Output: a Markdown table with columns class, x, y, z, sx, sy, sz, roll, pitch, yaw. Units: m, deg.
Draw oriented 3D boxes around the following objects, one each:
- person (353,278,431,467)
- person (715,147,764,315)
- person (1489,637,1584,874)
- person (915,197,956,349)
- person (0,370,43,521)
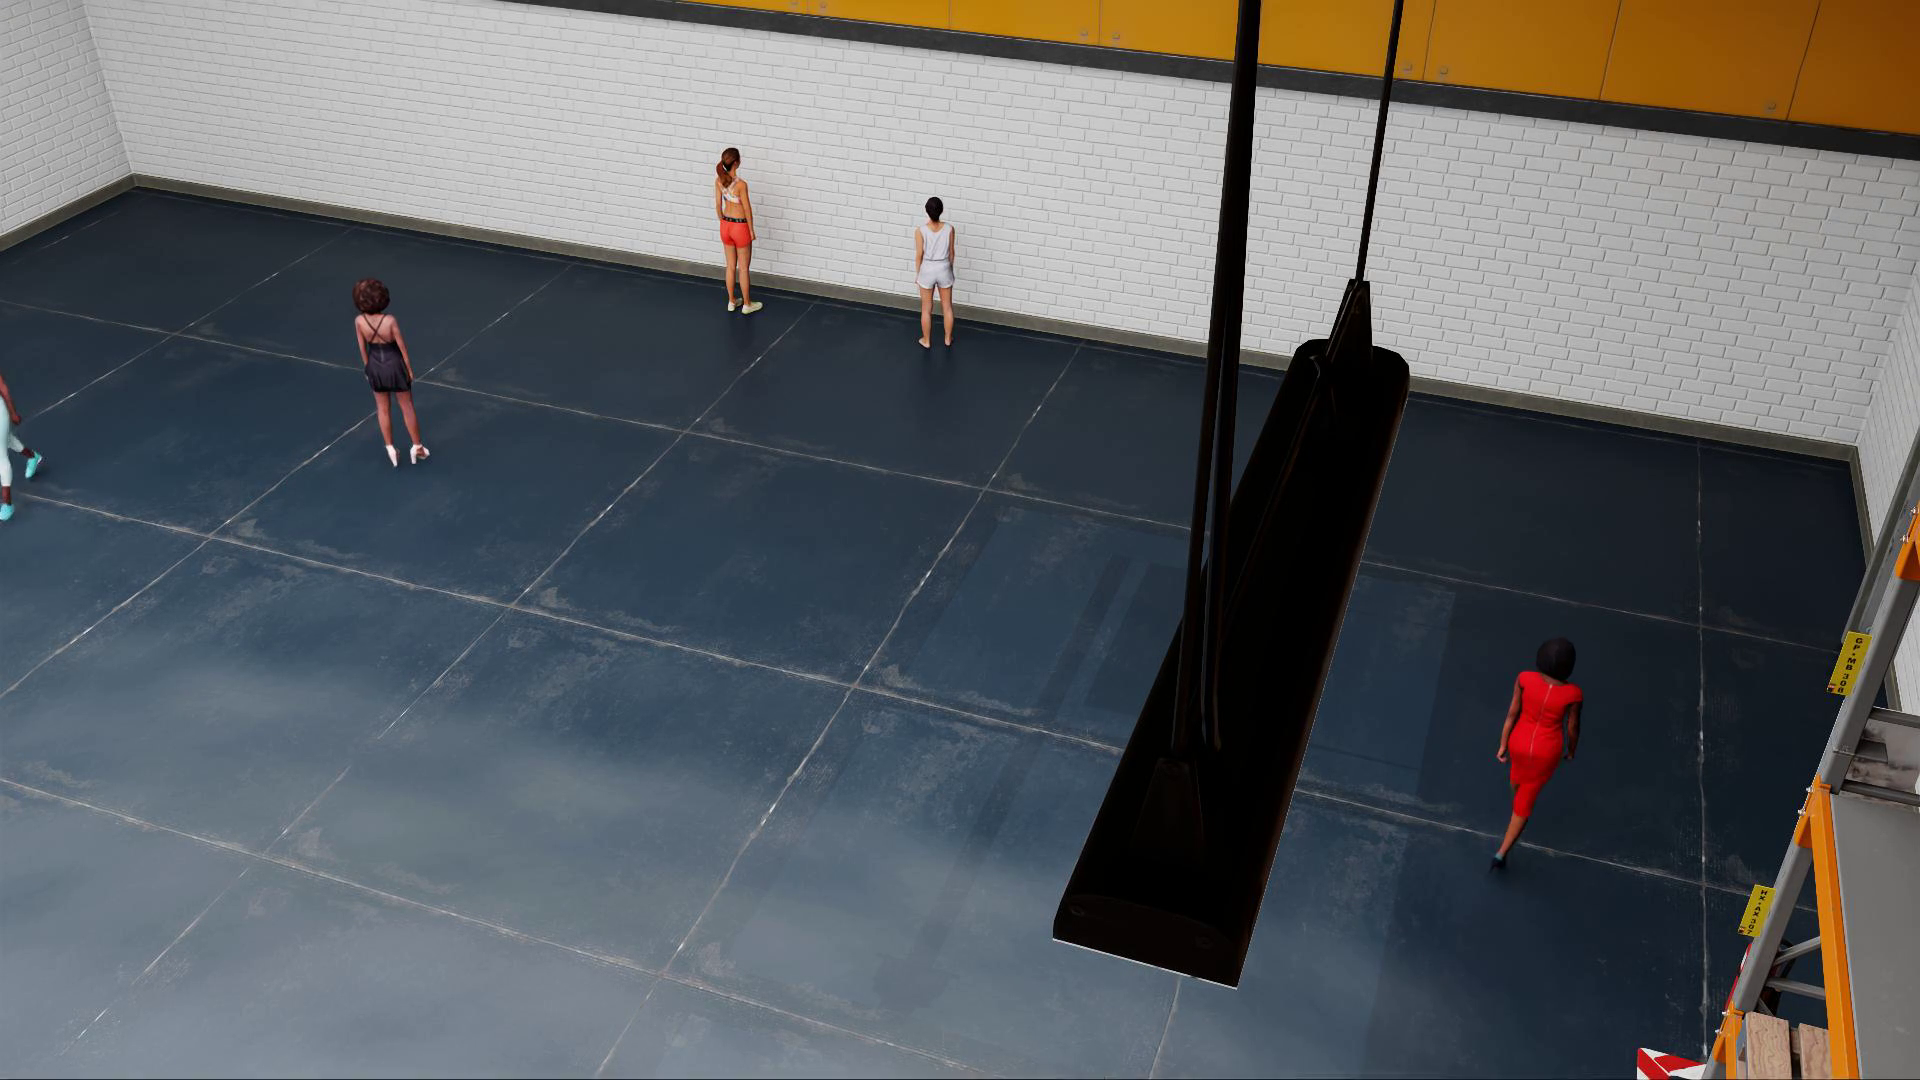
| class | x | y | z | sx | sy | sz | roll | pitch | yaw |
| --- | --- | --- | --- | --- | --- | --- | --- | --- | --- |
| person | -5.090 | -1.484 | 14.794 | 0.645 | 1.788 | 0.656 | -1 | 34 | -2 |
| person | -2.354 | -3.243 | 17.439 | 0.623 | 1.790 | 0.591 | 18 | 37 | 24 |
| person | 3.605 | 1.407 | 10.525 | 0.748 | 1.699 | 1.142 | 19 | 38 | 26 |
| person | -0.246 | -2.700 | 16.788 | 0.660 | 1.605 | 0.696 | -7 | 34 | -10 |
| person | -8.323 | -1.113 | 14.334 | 0.907 | 1.679 | 1.259 | -2 | 34 | -4 |
